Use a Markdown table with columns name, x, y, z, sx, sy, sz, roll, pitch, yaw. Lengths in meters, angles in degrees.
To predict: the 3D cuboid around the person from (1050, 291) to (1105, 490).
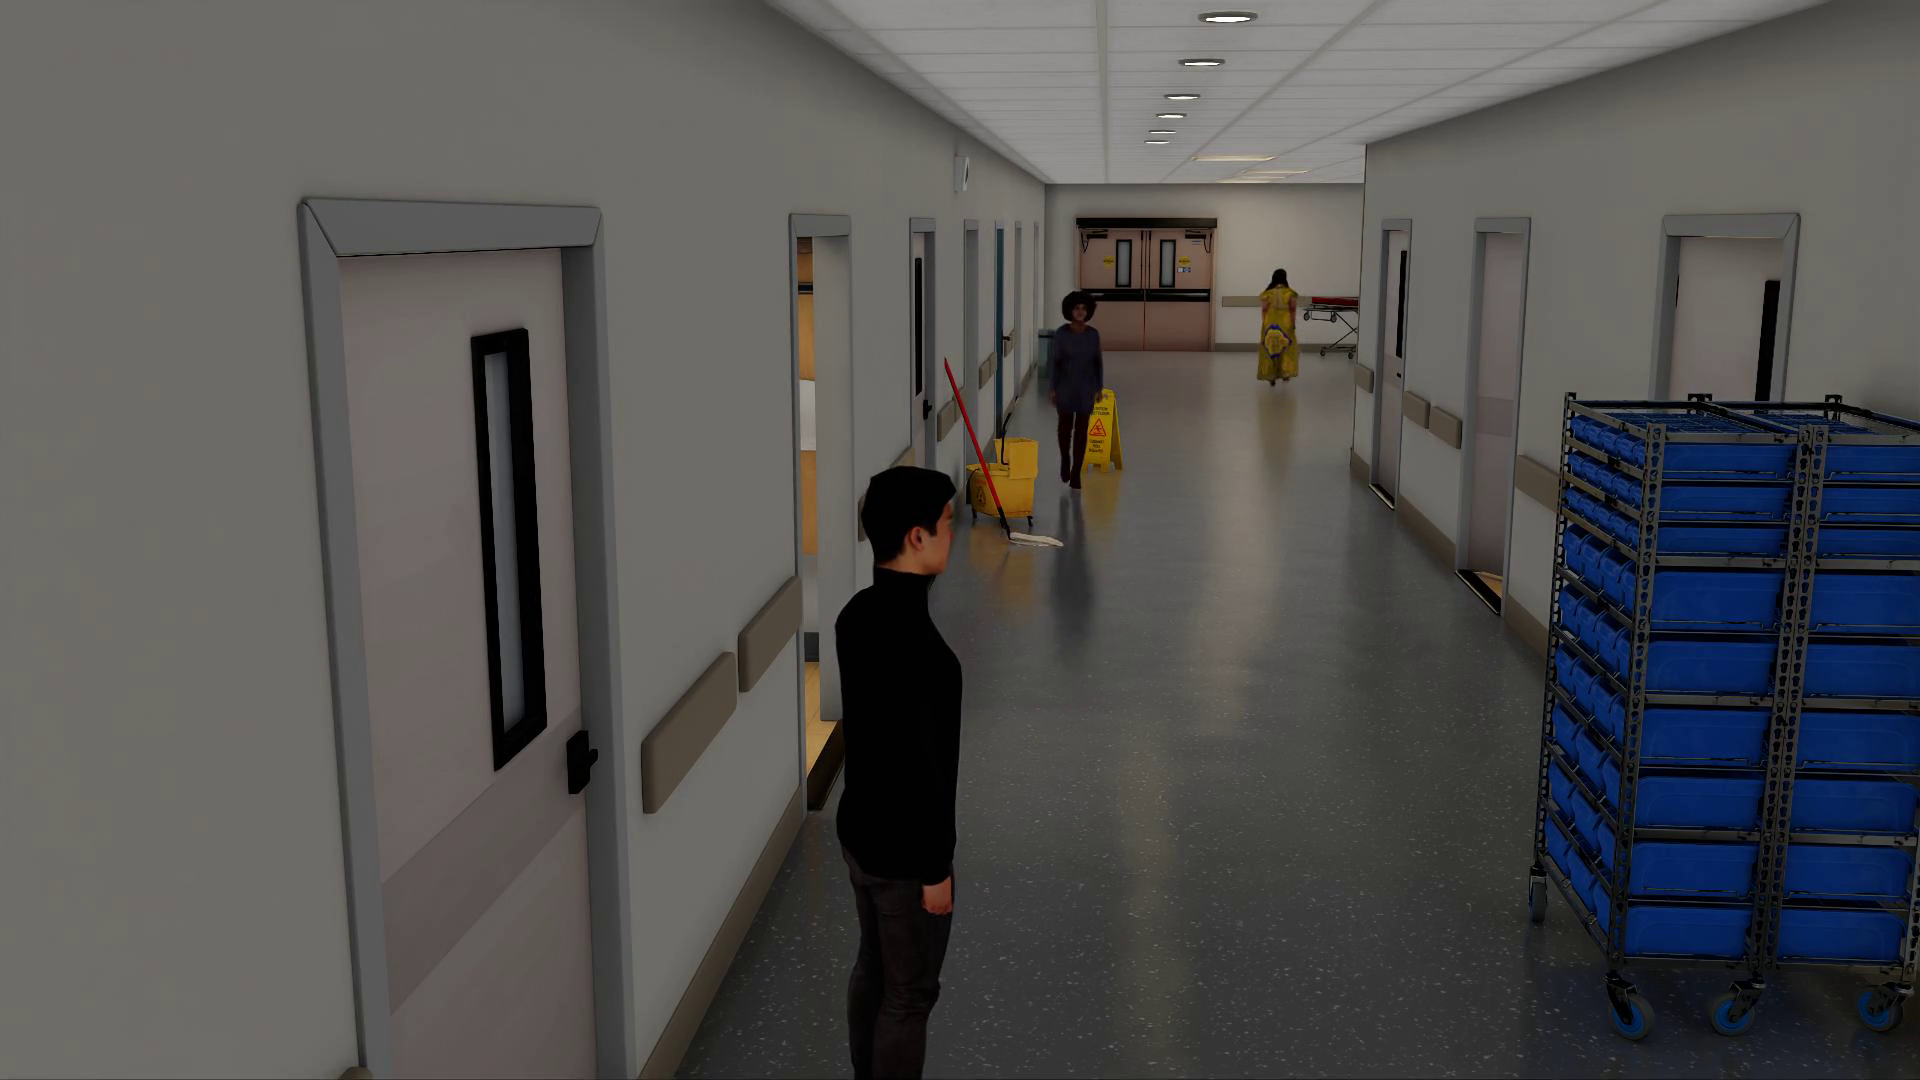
| name | x | y | z | sx | sy | sz | roll | pitch | yaw |
| --- | --- | --- | --- | --- | --- | --- | --- | --- | --- |
| person | 0.986 | -1.292 | 14.400 | 0.668 | 1.699 | 0.690 | -1 | 11 | -6 |

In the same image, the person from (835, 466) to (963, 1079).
| name | x | y | z | sx | sy | sz | roll | pitch | yaw |
| --- | --- | --- | --- | --- | --- | --- | --- | --- | --- |
| person | -0.148 | 0.676 | 3.965 | 0.775 | 1.723 | 0.628 | -4 | 11 | -19 |

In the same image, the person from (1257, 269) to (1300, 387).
| name | x | y | z | sx | sy | sz | roll | pitch | yaw |
| --- | --- | --- | --- | --- | --- | --- | --- | --- | --- |
| person | 4.510 | -3.008 | 23.592 | 0.752 | 1.645 | 0.961 | 1 | 11 | 6 |
